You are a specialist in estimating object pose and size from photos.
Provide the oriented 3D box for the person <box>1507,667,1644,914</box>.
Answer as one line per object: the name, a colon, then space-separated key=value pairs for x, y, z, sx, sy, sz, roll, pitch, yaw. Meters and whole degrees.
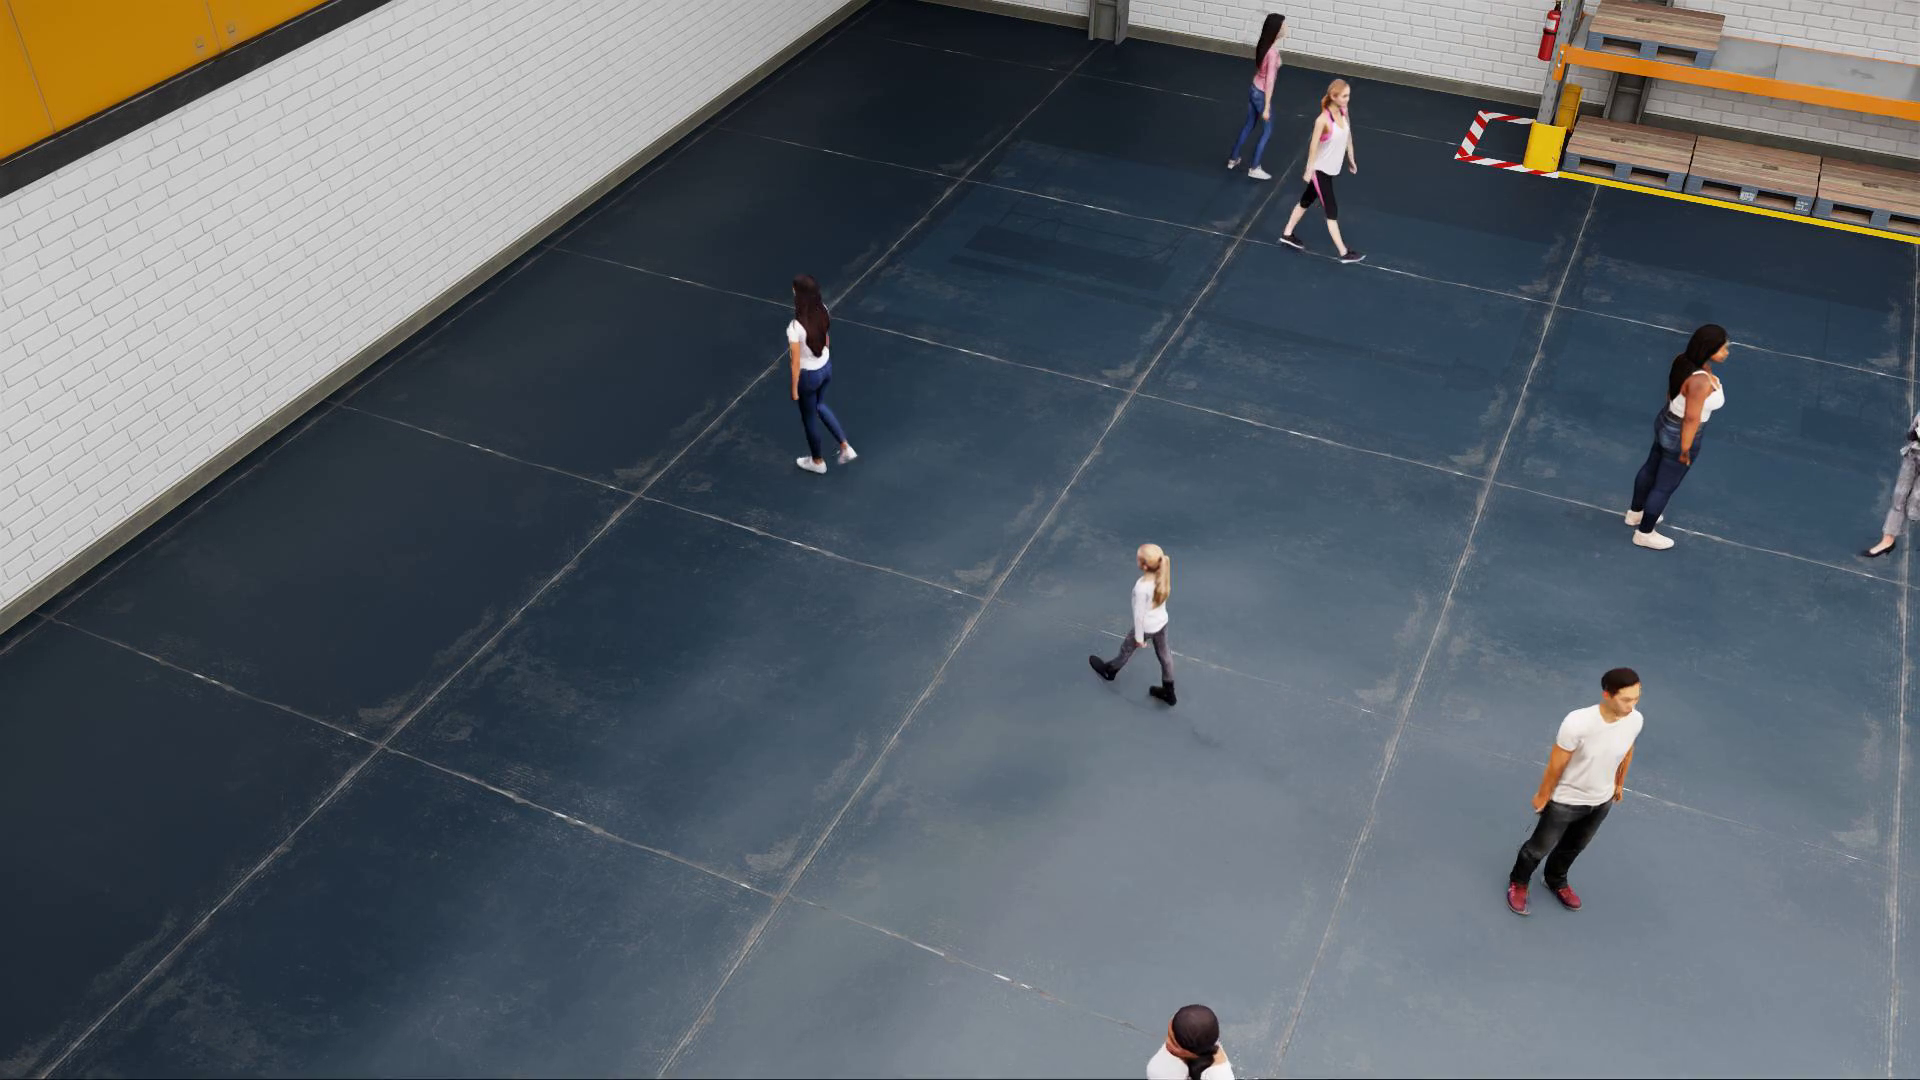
person: x=3.463 y=1.391 z=9.368 sx=0.734 sy=1.803 sz=0.821 roll=-7 pitch=39 yaw=-8

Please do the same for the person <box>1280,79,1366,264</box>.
person: x=3.308 y=-3.459 z=15.494 sx=1.222 sy=1.736 sz=0.840 roll=29 pitch=47 yaw=31

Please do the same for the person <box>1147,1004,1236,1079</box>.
person: x=1.128 y=2.739 z=7.788 sx=1.128 sy=1.668 sz=1.065 roll=-15 pitch=41 yaw=-18

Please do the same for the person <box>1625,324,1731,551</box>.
person: x=5.196 y=-0.769 z=12.069 sx=0.697 sy=1.808 sz=0.706 roll=5 pitch=39 yaw=6

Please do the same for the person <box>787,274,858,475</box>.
person: x=-1.044 y=-1.219 z=12.667 sx=0.788 sy=1.765 sz=0.646 roll=21 pitch=43 yaw=24

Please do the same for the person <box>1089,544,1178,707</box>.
person: x=1.293 y=0.576 z=10.831 sx=0.934 sy=1.251 sz=0.689 roll=32 pitch=48 yaw=33

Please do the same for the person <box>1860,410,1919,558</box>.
person: x=6.977 y=-0.521 z=11.874 sx=0.929 sy=1.664 sz=0.839 roll=-5 pitch=39 yaw=-6

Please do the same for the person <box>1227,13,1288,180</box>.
person: x=3.016 y=-4.490 z=16.797 sx=0.832 sy=1.723 sz=0.826 roll=-9 pitch=39 yaw=-11
